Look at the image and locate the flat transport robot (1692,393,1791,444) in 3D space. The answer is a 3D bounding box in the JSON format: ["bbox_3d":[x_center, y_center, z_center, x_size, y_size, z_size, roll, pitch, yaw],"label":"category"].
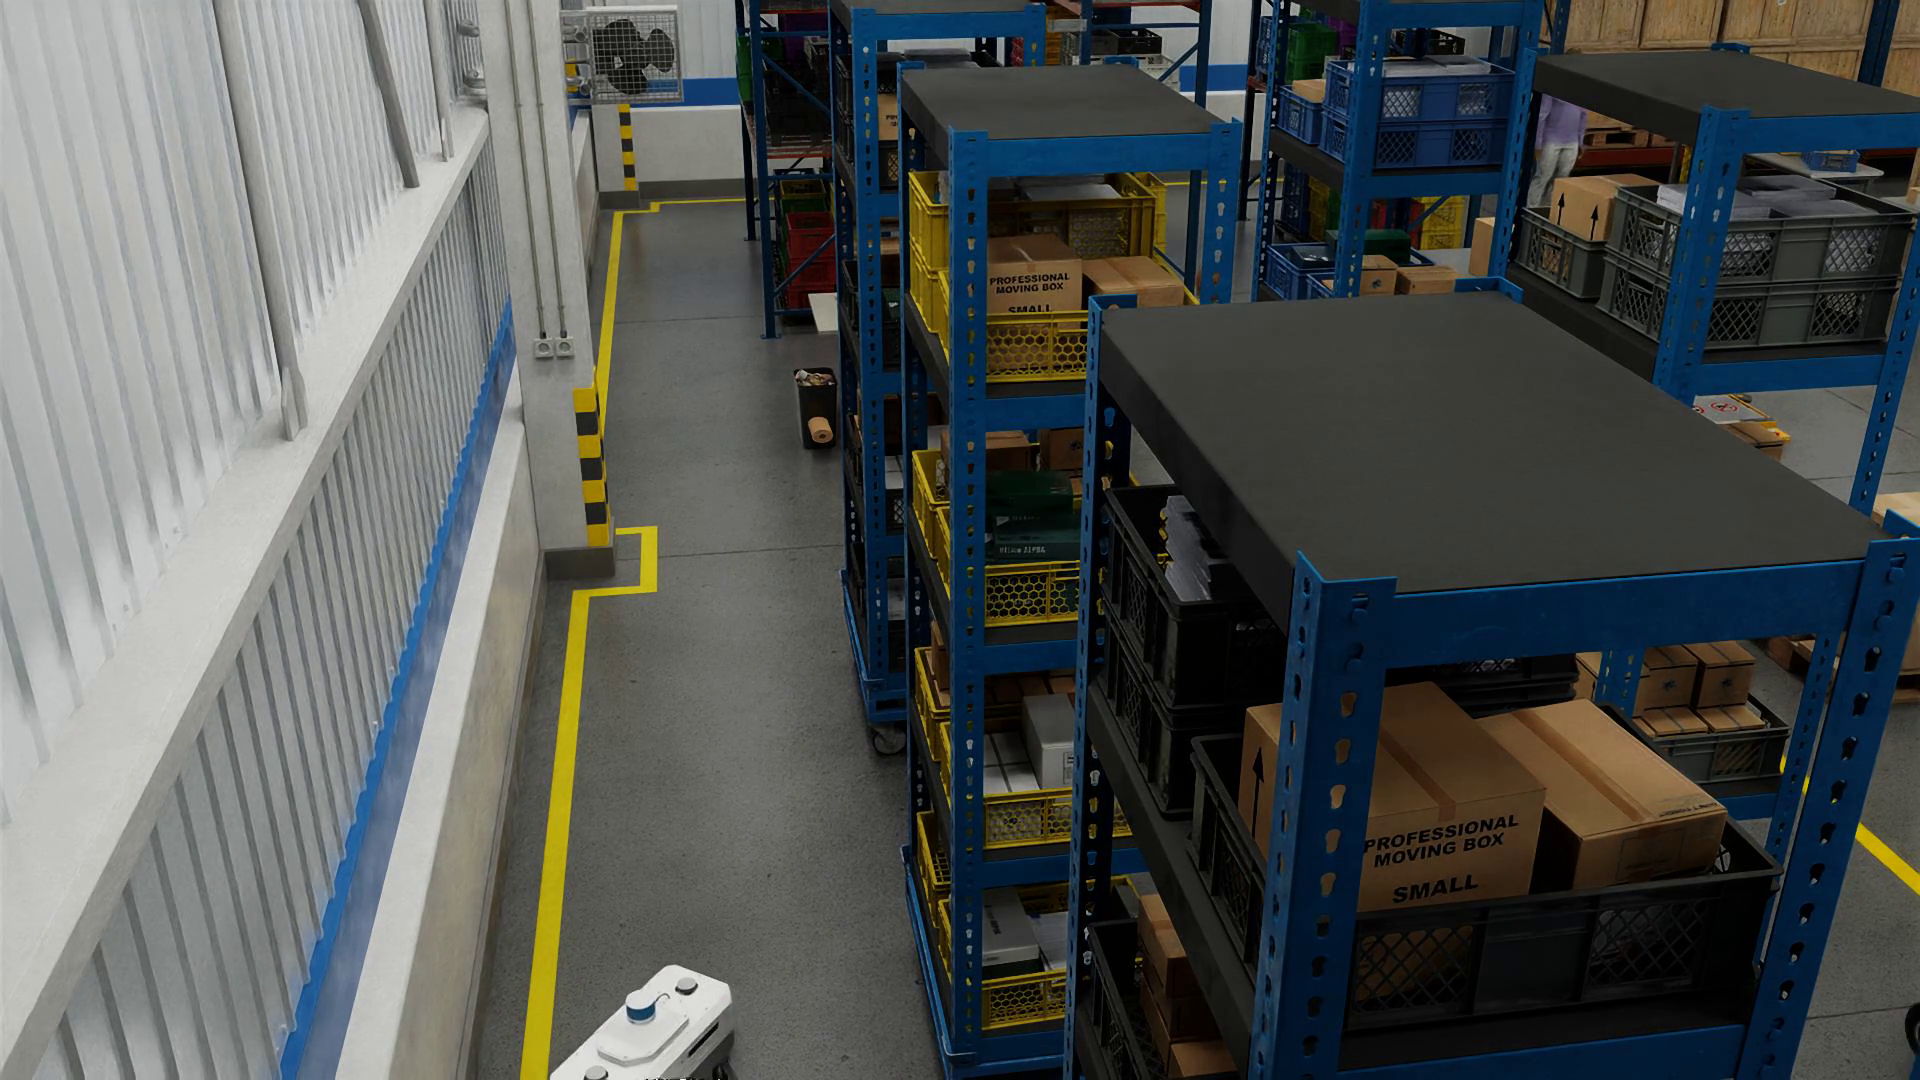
[{"bbox_3d":[5.224,-0.859,12.132,1.431,0.197,0.652,-4,25,-8],"label":"flat transport robot"}]

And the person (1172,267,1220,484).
[{"bbox_3d":[1.594,-0.995,10.802,0.522,1.636,0.310,6,25,13],"label":"person"}]

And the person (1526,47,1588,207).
[{"bbox_3d":[6.195,-4.107,17.212,0.633,1.938,0.356,-8,26,-17],"label":"person"}]

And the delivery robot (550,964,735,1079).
[{"bbox_3d":[-1.112,1.812,5.881,0.477,0.478,0.707,12,27,25],"label":"delivery robot"}]
